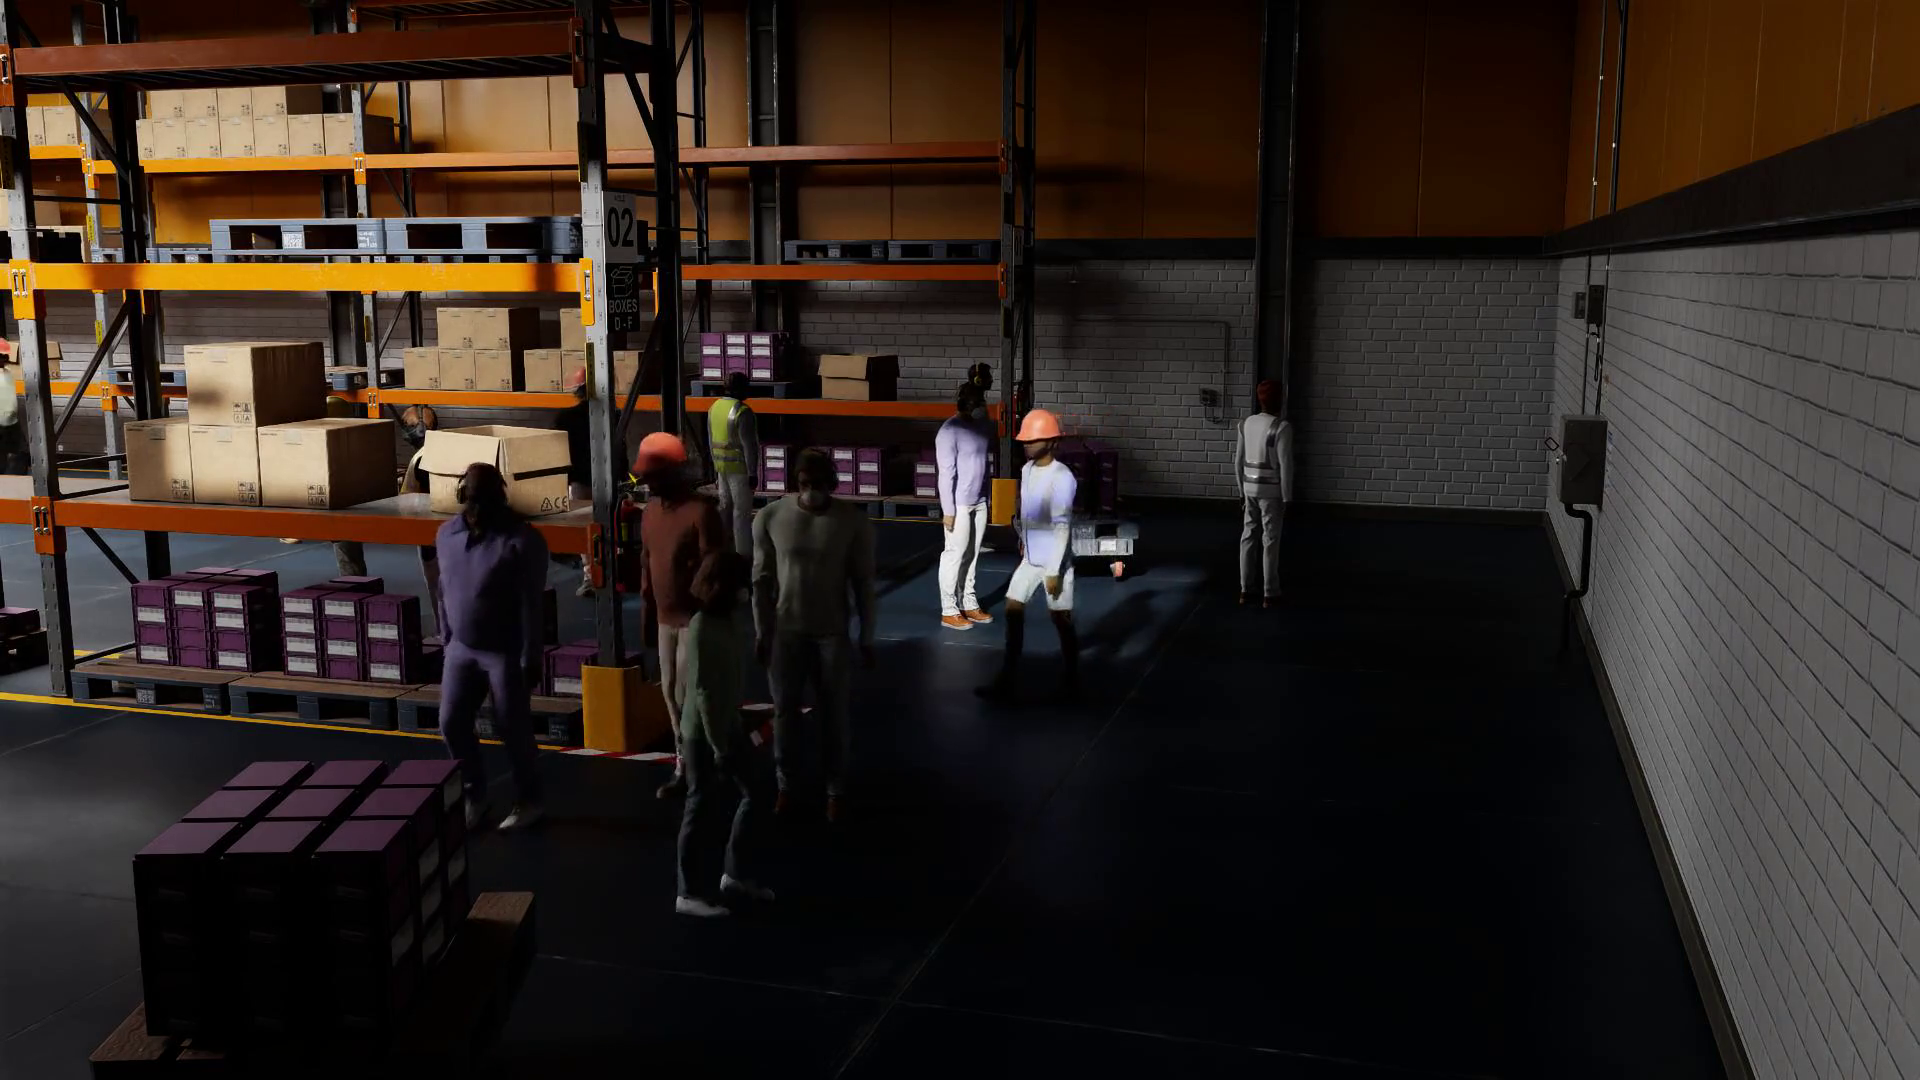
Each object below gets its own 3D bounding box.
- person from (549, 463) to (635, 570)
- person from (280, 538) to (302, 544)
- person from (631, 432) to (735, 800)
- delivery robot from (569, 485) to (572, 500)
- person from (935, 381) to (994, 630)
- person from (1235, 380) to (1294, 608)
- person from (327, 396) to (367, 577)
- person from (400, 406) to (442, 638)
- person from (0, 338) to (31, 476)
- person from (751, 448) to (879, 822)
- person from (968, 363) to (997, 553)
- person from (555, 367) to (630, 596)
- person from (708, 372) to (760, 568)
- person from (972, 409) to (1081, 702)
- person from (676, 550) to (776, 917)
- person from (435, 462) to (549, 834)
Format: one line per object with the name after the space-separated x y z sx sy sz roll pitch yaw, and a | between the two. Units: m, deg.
-3.302 -0.639 15.410 1.025 1.869 0.570 -4 10 -22 | person
-6.798 -0.893 17.024 0.430 1.845 0.619 4 10 21 | person
-1.448 0.411 8.703 0.654 1.965 0.498 9 13 42 | person
-3.968 -0.472 18.075 0.707 0.478 0.477 3 10 21 | delivery robot
0.040 -0.273 12.981 0.360 1.933 0.629 6 11 31 | person
2.531 -0.383 13.794 0.357 1.881 0.574 -7 12 -37 | person
-4.741 -0.190 12.768 0.403 1.833 0.591 -2 9 -11 | person
-3.785 -0.044 11.897 0.430 1.835 0.622 -3 10 -15 | person
-11.224 -1.393 19.628 0.536 1.983 0.660 0 9 -1 | person
-0.728 0.478 8.432 0.651 1.918 0.420 0 9 0 | person
0.200 -0.804 16.430 0.328 1.862 0.514 1 9 5 | person
-3.163 -0.502 14.377 0.646 1.954 0.848 -4 10 -21 | person
-2.079 -0.653 15.560 0.429 1.842 0.634 -8 13 -42 | person
0.446 0.127 10.617 0.856 1.902 0.563 -6 11 -31 | person
-1.005 0.843 7.144 0.536 1.618 0.515 3 10 15 | person
-2.324 0.536 8.235 0.681 1.874 0.412 4 10 22 | person
